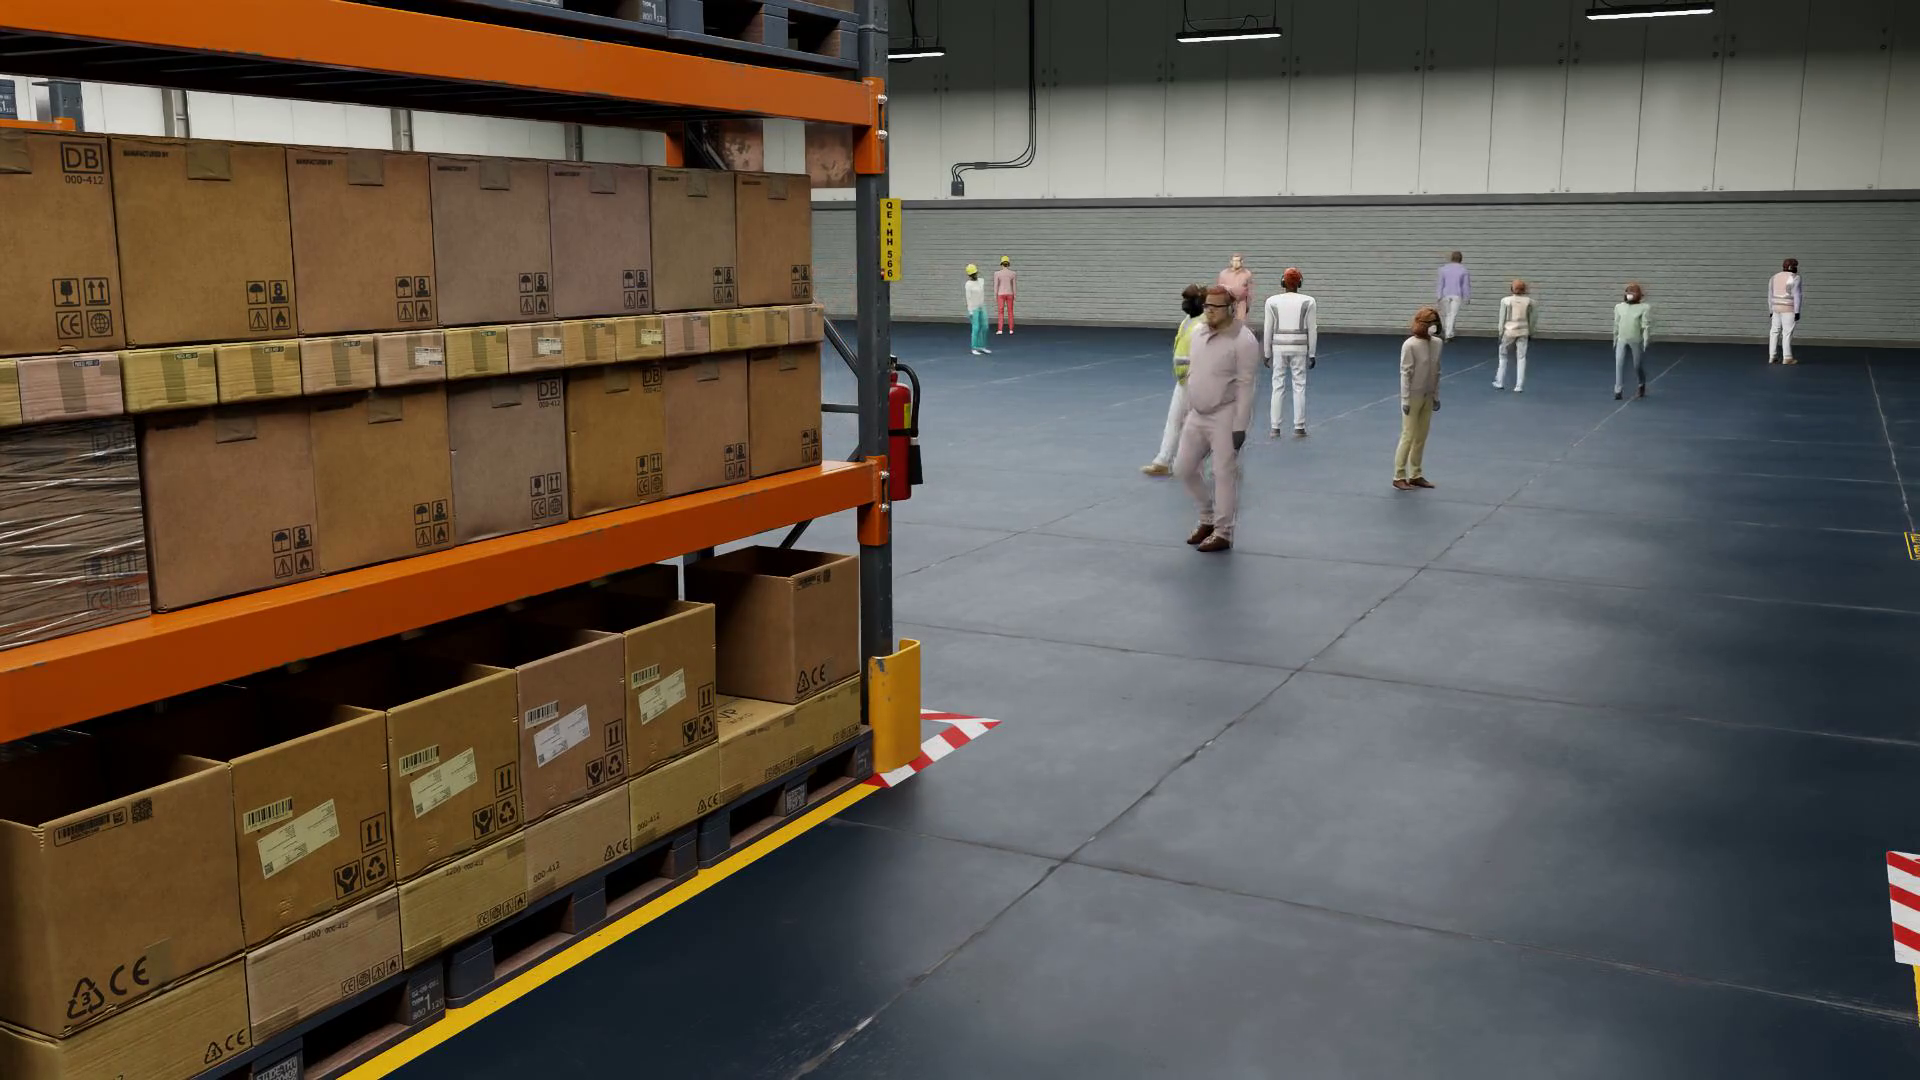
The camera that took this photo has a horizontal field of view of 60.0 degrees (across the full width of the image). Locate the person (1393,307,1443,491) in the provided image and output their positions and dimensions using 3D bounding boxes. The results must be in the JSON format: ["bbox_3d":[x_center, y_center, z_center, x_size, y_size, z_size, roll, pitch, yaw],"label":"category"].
[{"bbox_3d":[4.056,-1.244,14.680,0.505,1.623,0.318,-7,13,-34],"label":"person"}]

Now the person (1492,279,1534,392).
[{"bbox_3d":[7.985,-2.951,24.016,0.539,1.608,0.775,0,10,0],"label":"person"}]

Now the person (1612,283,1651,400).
[{"bbox_3d":[9.246,-2.736,22.870,0.504,1.606,0.776,9,13,39],"label":"person"}]

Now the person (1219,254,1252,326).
[{"bbox_3d":[5.232,-4.502,31.730,0.652,1.882,0.819,2,11,10],"label":"person"}]

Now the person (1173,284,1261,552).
[{"bbox_3d":[1.811,-0.854,11.787,0.427,1.893,0.676,-8,13,-36],"label":"person"}]

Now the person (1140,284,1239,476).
[{"bbox_3d":[2.202,-1.478,15.487,0.953,1.795,0.643,-3,11,-16],"label":"person"}]

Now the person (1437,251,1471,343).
[{"bbox_3d":[10.434,-5.103,34.951,0.657,1.893,0.992,9,14,40],"label":"person"}]

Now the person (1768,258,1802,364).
[{"bbox_3d":[14.471,-4.008,29.155,0.430,1.841,0.624,-4,11,-22],"label":"person"}]

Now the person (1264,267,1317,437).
[{"bbox_3d":[3.673,-2.079,18.509,0.584,1.884,0.349,3,11,17],"label":"person"}]

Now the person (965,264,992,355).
[{"bbox_3d":[0.314,-4.323,31.226,0.605,1.705,0.381,-10,14,-42],"label":"person"}]

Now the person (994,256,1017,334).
[{"bbox_3d":[1.022,-5.543,37.721,0.526,1.768,0.315,-2,11,-10],"label":"person"}]
